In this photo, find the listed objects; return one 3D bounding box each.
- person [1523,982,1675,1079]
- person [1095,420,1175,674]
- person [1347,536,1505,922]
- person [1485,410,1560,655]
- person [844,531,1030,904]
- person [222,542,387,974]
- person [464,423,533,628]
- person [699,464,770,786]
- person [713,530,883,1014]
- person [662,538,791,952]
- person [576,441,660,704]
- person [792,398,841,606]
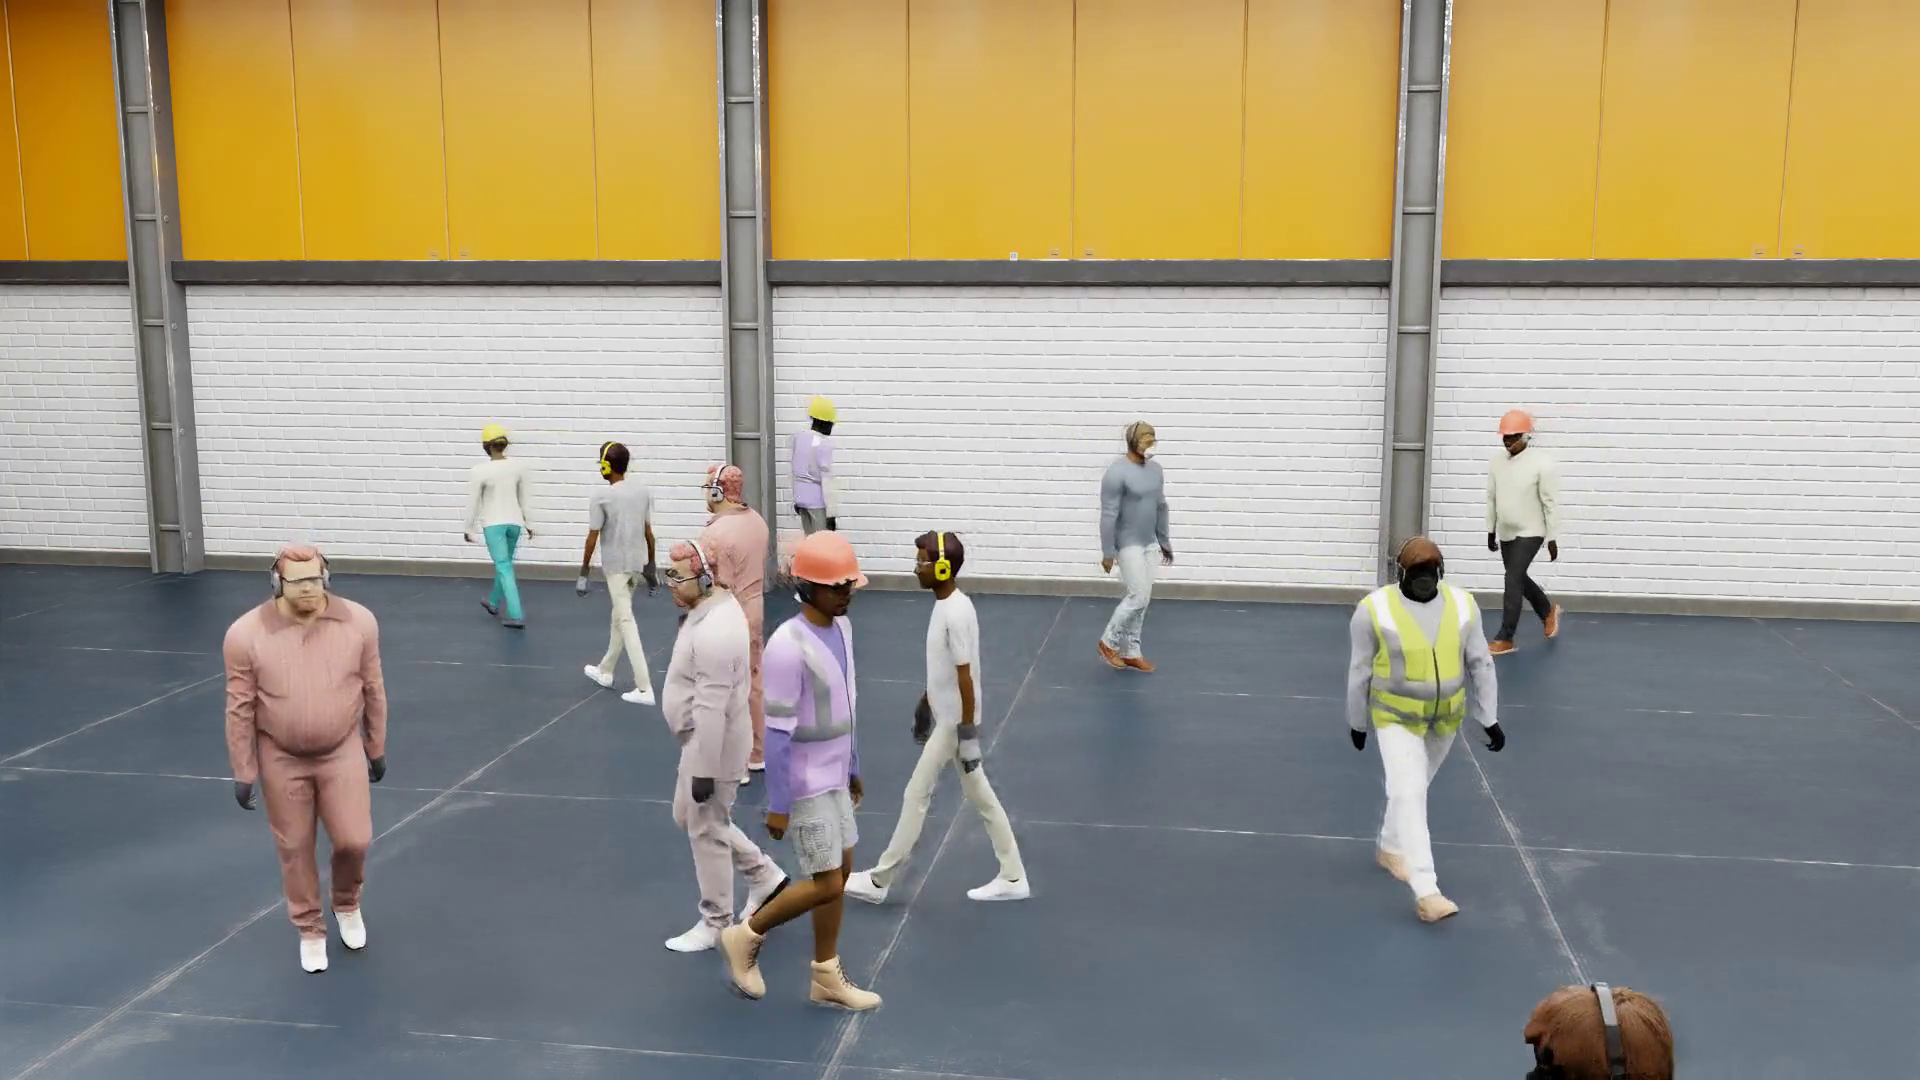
[{"bbox_3d":[1.091,1.647,3.036,0.794,1.807,0.646,6,11,34],"label":"person"},{"bbox_3d":[1.334,0.060,12.488,0.424,1.920,0.632,7,12,38],"label":"person"},{"bbox_3d":[2.209,0.868,7.954,0.635,1.786,0.994,-2,9,-12],"label":"person"},{"bbox_3d":[4.555,-0.084,13.323,0.934,1.958,0.644,-5,11,-30],"label":"person"},{"bbox_3d":[-0.117,0.854,7.913,0.989,1.813,0.556,0,9,-1],"label":"person"},{"bbox_3d":[-2.802,0.937,7.173,0.662,1.888,0.420,-4,10,-26],"label":"person"},{"bbox_3d":[-3.999,-0.134,14.260,0.869,1.721,0.551,8,13,42],"label":"person"},{"bbox_3d":[-1.372,0.499,9.834,0.399,1.907,0.644,3,10,18],"label":"person"},{"bbox_3d":[-0.632,0.947,6.723,0.594,2.022,0.612,3,10,15],"label":"person"},{"bbox_3d":[-1.075,0.910,7.373,0.476,1.883,0.649,-1,9,-8],"label":"person"},{"bbox_3d":[-2.487,0.218,11.787,0.941,1.829,0.526,7,11,36],"label":"person"},{"bbox_3d":[-1.402,-0.336,15.058,0.550,1.891,0.771,-8,12,-39],"label":"person"}]
